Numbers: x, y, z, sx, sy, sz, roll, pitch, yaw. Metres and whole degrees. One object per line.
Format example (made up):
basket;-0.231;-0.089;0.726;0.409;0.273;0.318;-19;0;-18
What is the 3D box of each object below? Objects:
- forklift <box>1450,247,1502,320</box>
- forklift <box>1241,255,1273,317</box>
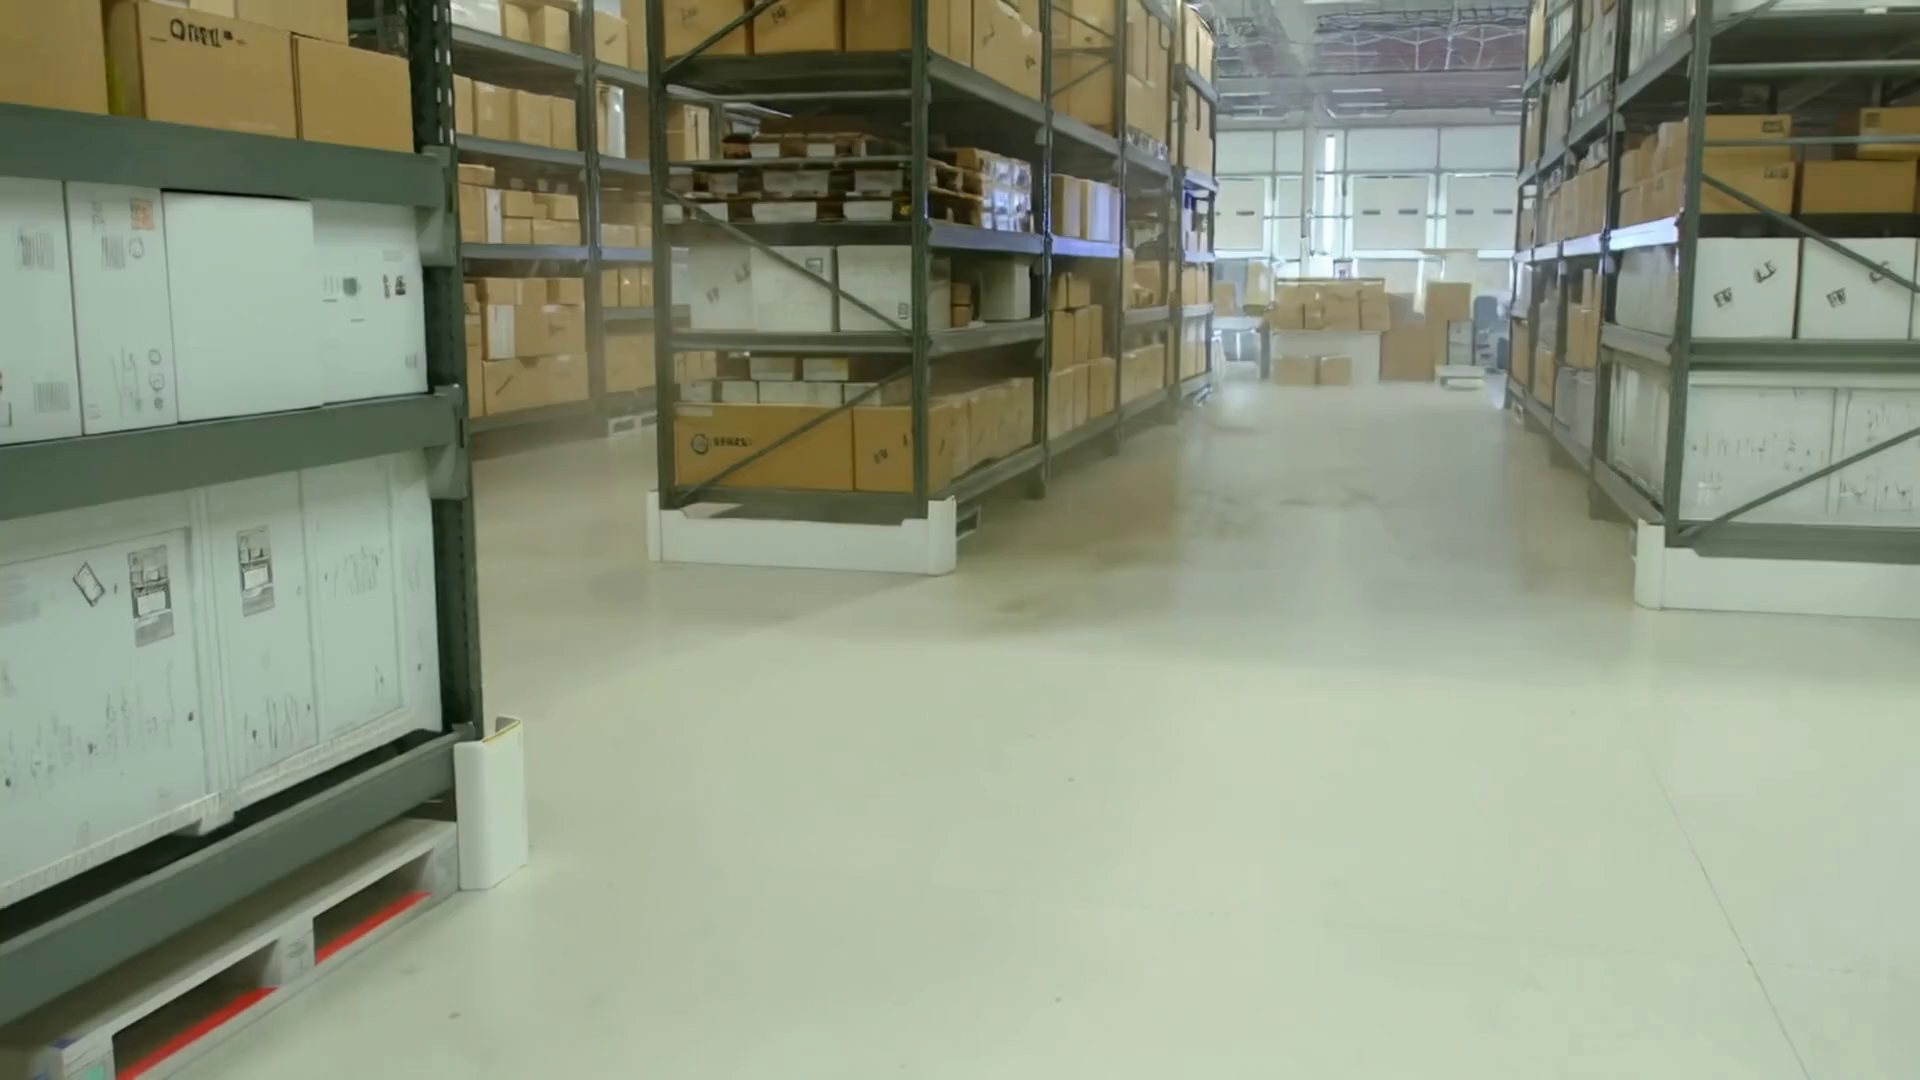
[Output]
forklift;13.305;-6.333;44.005;1.873;2.768;1.129;-2;9;-10
forklift;10.551;-8.662;58.805;1.129;2.768;1.873;2;9;15
